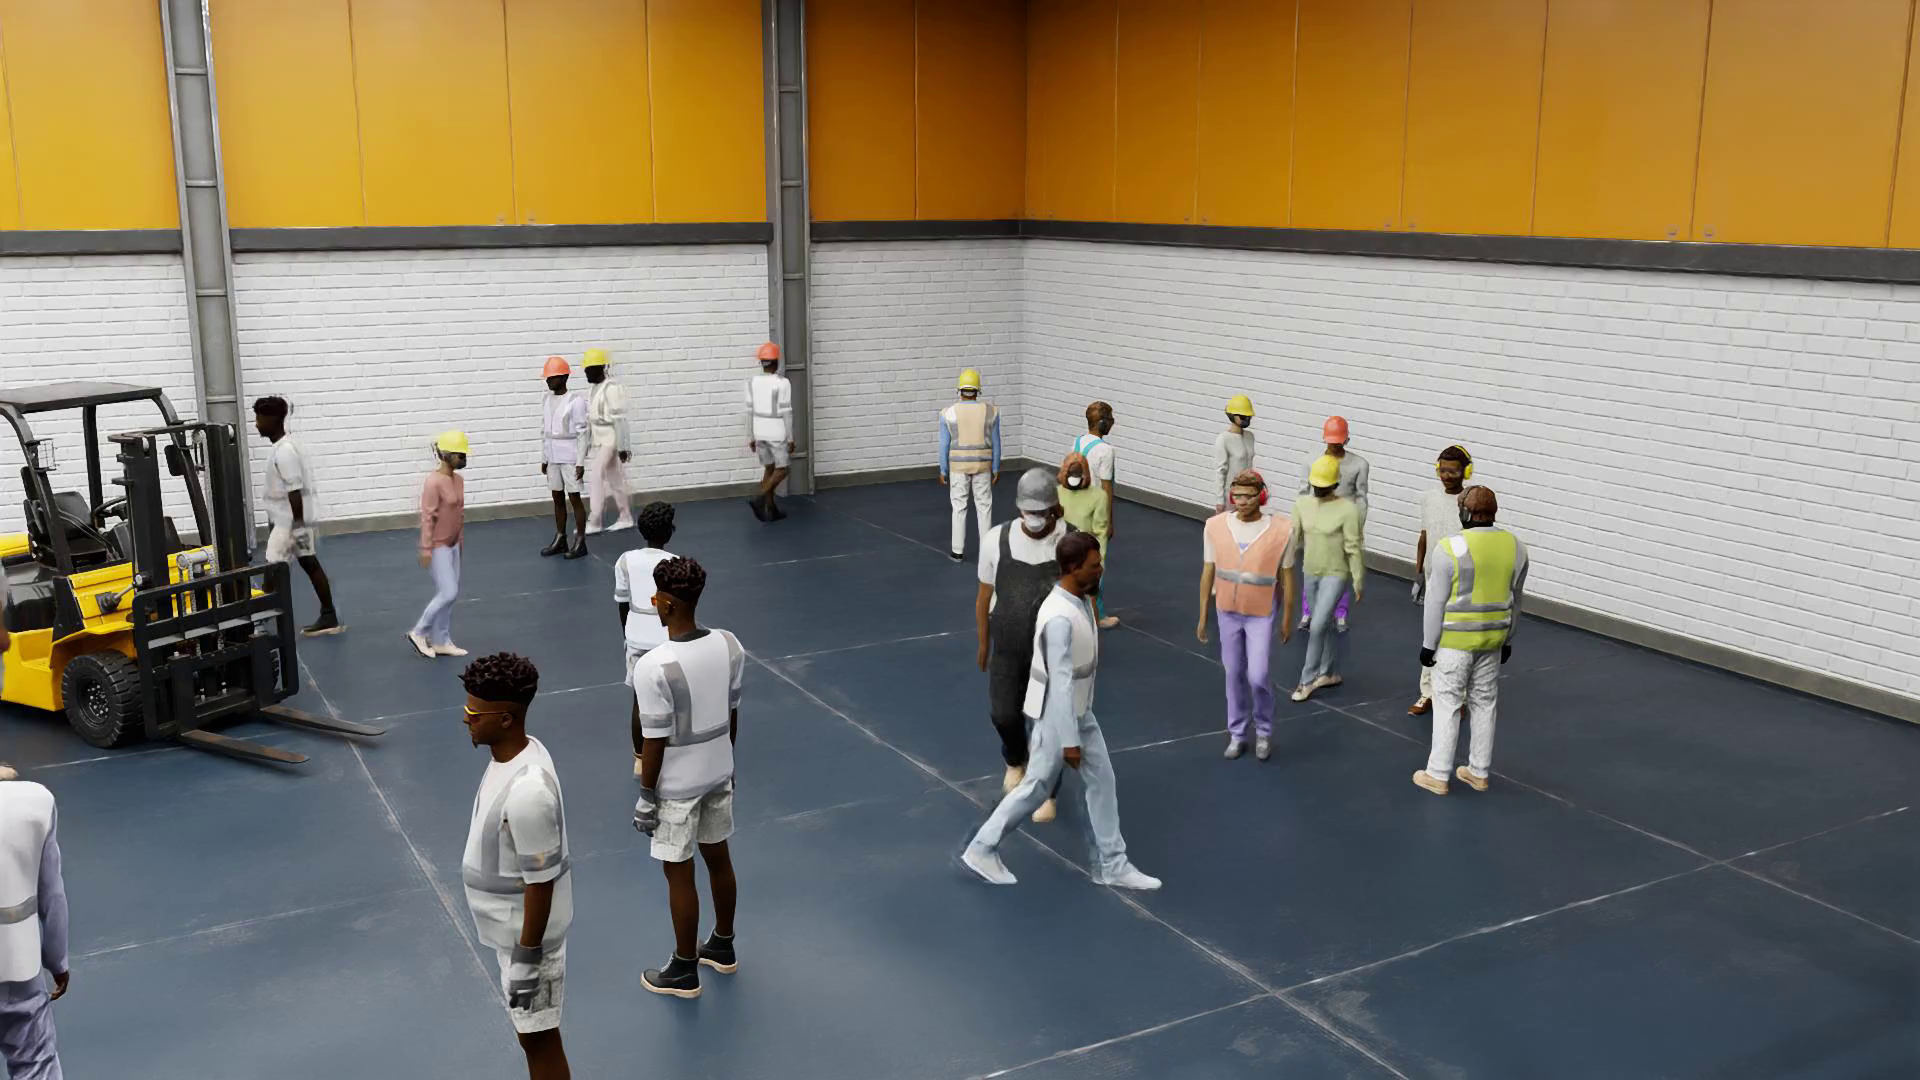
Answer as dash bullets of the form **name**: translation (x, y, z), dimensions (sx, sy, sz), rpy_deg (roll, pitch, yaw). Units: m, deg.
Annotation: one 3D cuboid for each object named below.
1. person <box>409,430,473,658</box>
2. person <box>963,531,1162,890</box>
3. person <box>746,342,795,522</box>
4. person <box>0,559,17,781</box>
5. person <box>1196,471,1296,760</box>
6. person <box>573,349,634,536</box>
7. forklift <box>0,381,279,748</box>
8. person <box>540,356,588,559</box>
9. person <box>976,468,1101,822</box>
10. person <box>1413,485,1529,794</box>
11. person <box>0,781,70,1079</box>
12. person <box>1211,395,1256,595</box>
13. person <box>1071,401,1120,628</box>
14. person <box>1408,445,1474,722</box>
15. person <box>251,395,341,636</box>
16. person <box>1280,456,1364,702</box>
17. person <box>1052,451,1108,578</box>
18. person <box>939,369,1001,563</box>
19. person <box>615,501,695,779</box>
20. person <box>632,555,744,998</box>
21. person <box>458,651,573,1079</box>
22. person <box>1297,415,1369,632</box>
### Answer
- **person**: translation (-3.849, 0.043, 12.458), dimensions (0.467, 1.738, 0.548), rpy_deg (2, 12, 8)
- **person**: translation (0.484, 0.861, 8.337), dimensions (0.992, 1.877, 0.613), rpy_deg (3, 12, 15)
- **person**: translation (-2.028, -1.101, 17.405), dimensions (0.558, 1.920, 0.655), rpy_deg (7, 14, 30)
- **person**: translation (-6.021, 0.422, 9.981), dimensions (0.814, 2.000, 0.534), rpy_deg (6, 13, 25)
- **person**: translation (1.759, 0.472, 10.252), dimensions (0.559, 1.828, 0.453), rpy_deg (6, 13, 27)
- **person**: translation (-3.711, -0.993, 16.943), dimensions (0.821, 1.894, 0.614), rpy_deg (-7, 14, -30)
- **forklift**: translation (-5.853, 0.085, 11.199), dimensions (2.313, 2.155, 1.214), rpy_deg (7, 14, 28)
- **person**: translation (-3.804, -0.785, 15.886), dimensions (0.552, 1.937, 0.356), rpy_deg (7, 14, 31)
- **person**: translation (0.426, 0.566, 9.307), dimensions (0.708, 2.000, 0.567), rpy_deg (2, 12, 10)
- **person**: translation (2.977, 0.586, 9.726), dimensions (0.633, 1.830, 0.429), rpy_deg (-4, 13, -19)
- **person**: translation (-3.223, 1.454, 5.462), dimensions (0.381, 1.912, 0.593), rpy_deg (12, 17, 43)
- **person**: translation (2.394, -0.380, 14.392), dimensions (0.319, 1.767, 0.534), rpy_deg (11, 16, 43)
- **person**: translation (1.085, -0.201, 13.392), dimensions (0.346, 1.838, 0.500), rpy_deg (-7, 14, -30)
- **person**: translation (3.241, 0.289, 11.046), dimensions (0.507, 1.861, 0.333), rpy_deg (10, 16, 39)
- **person**: translation (-5.373, -0.162, 12.973), dimensions (0.957, 1.923, 0.625), rpy_deg (-4, 13, -17)
- **person**: translation (2.461, 0.258, 11.485), dimensions (0.689, 1.719, 0.625), rpy_deg (-10, 16, -40)
- **person**: translation (0.844, 0.140, 12.307), dimensions (0.495, 1.615, 0.342), rpy_deg (2, 12, 11)
- **person**: translation (0.092, -0.694, 15.705), dimensions (0.589, 1.834, 0.403), rpy_deg (-1, 12, -5)
- **person**: translation (-1.793, 0.609, 9.918), dimensions (0.540, 1.695, 0.317), rpy_deg (5, 13, 23)
- **person**: translation (-1.198, 1.030, 7.308), dimensions (0.367, 1.966, 0.607), rpy_deg (8, 14, 32)
- **person**: translation (-1.548, 1.342, 5.844), dimensions (0.368, 1.966, 0.603), rpy_deg (-5, 13, -21)
- **person**: translation (2.962, -0.133, 13.282), dimensions (0.561, 1.743, 0.335), rpy_deg (4, 13, 17)
